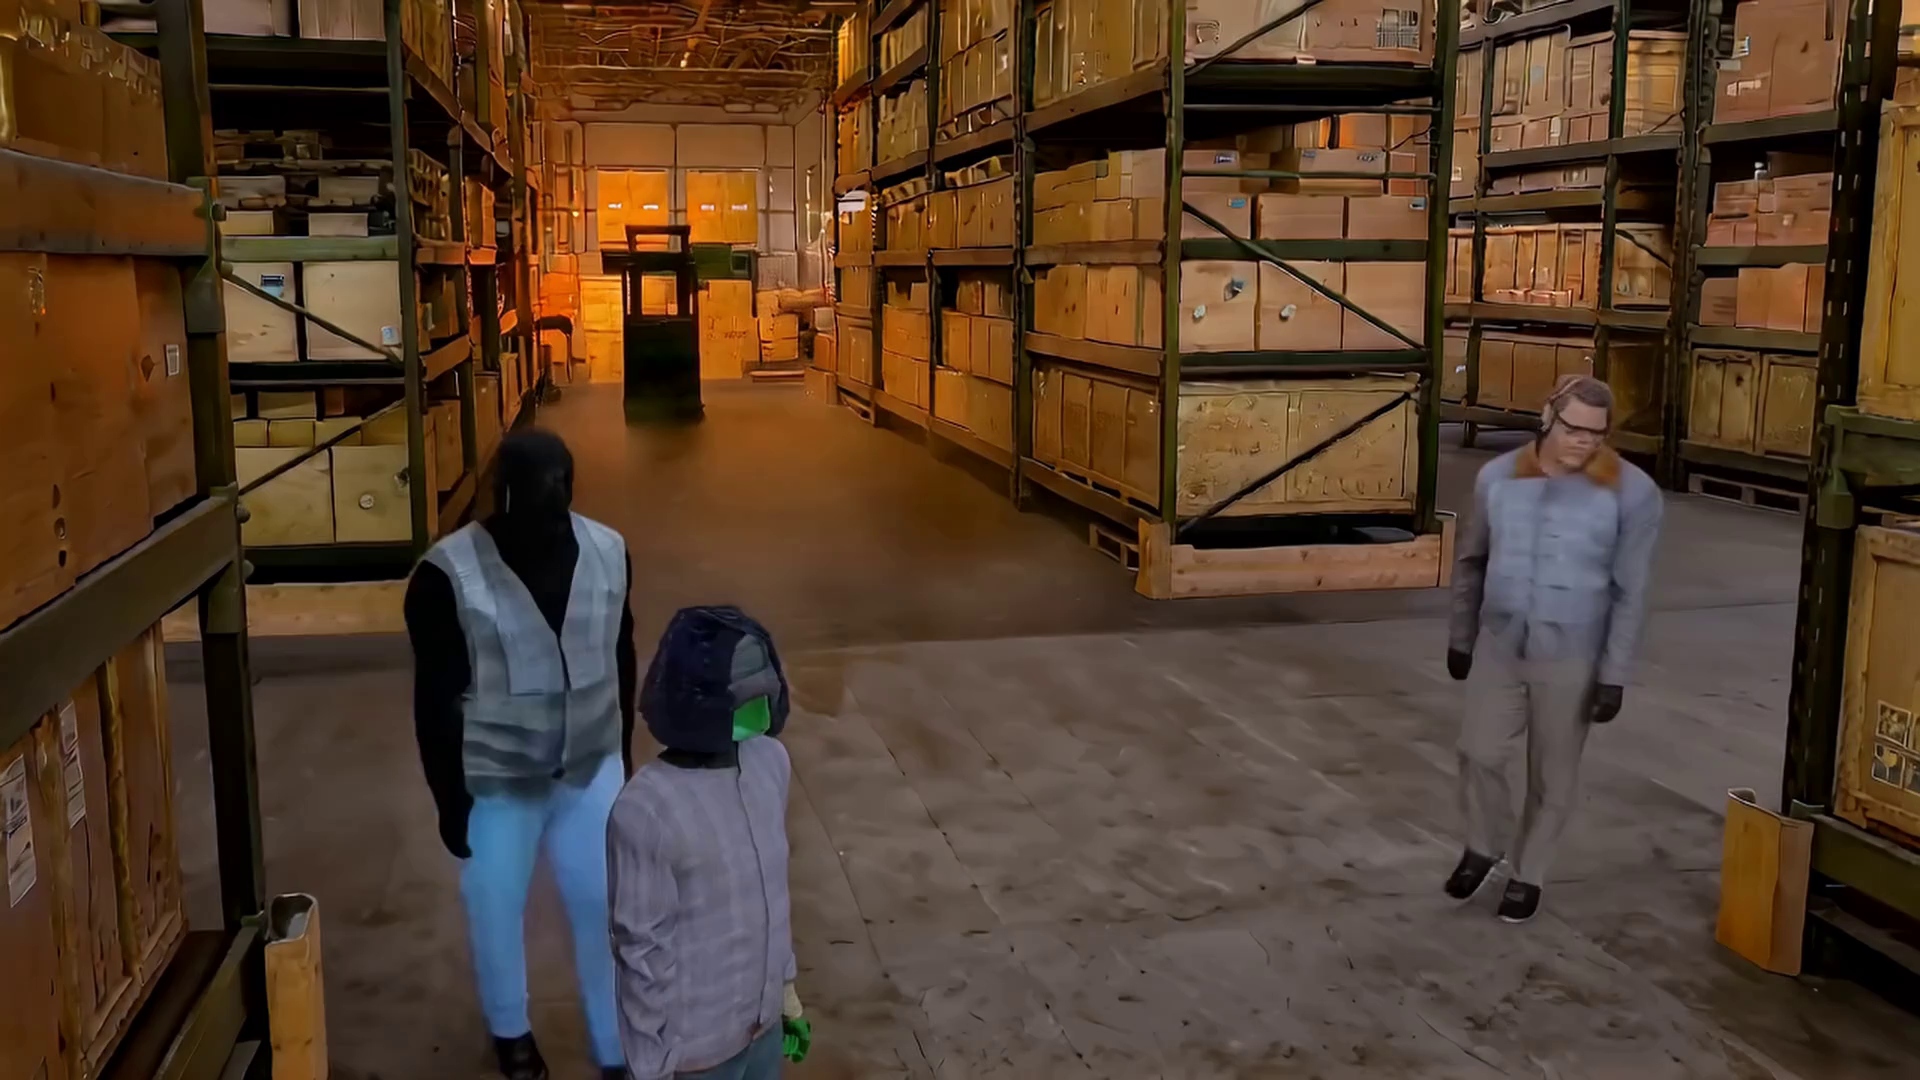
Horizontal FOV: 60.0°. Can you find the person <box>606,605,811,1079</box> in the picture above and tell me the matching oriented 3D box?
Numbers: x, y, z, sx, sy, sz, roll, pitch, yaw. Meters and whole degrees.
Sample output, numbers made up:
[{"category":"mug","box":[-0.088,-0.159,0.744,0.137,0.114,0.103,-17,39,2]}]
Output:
[{"category":"person","box":[-0.437,0.917,3.022,0.276,1.633,0.507,4,10,25]}]

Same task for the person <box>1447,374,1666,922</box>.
[{"category":"person","box":[1.962,0.379,5.588,0.689,1.874,0.413,7,12,36]}]

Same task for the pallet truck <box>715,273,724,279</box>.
[{"category":"pallet truck","box":[-8.580,-8.986,62.280,1.885,1.965,0.823,1,9,5]}]

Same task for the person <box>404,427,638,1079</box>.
[{"category":"person","box":[-1.069,0.616,4.326,0.652,1.805,0.817,-7,12,-36]}]

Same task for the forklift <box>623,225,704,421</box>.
[{"category":"forklift","box":[-4.418,-3.225,24.482,1.129,2.768,1.873,-2,10,-12]}]

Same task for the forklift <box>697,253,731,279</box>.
[{"category":"forklift","box":[-6.403,-6.321,43.352,1.129,2.768,1.873,-2,10,-12]}]
